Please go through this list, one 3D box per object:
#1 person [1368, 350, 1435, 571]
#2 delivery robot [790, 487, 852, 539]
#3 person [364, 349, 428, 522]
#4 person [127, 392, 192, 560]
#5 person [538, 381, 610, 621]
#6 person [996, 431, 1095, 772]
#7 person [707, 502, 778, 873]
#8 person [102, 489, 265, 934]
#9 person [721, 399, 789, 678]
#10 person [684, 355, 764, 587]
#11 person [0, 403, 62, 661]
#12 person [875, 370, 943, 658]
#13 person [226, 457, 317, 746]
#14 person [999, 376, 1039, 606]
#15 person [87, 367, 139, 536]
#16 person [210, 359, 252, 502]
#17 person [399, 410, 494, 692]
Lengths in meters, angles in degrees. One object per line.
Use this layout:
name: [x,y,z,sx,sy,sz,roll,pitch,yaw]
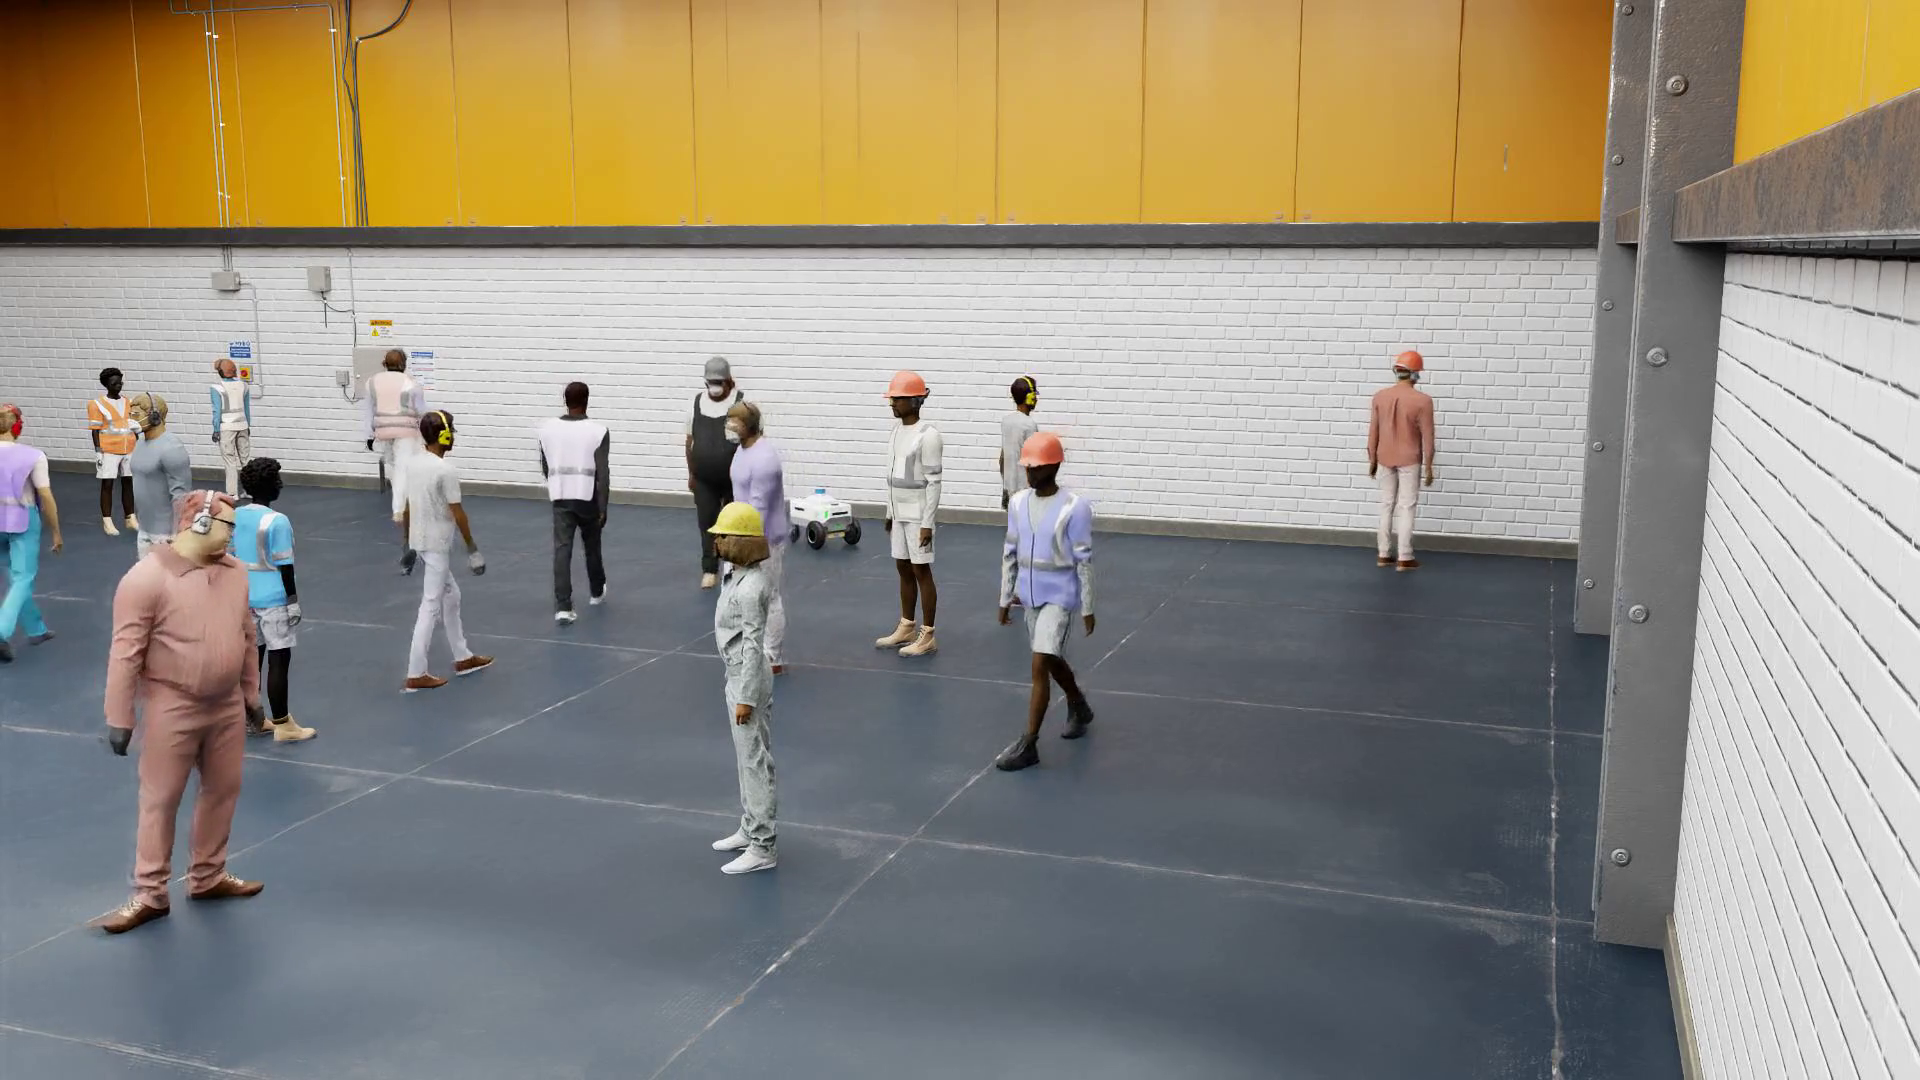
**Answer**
person: [4.000,-0.723,15.035,0.624,1.993,0.396,10,14,43]
delivery robot: [-1.366,-0.275,16.287,0.477,0.478,0.707,-7,12,-36]
person: [-5.955,-1.131,17.821,0.660,1.807,0.867,1,10,6]
person: [-5.447,-0.043,11.348,0.636,1.939,0.364,9,13,41]
person: [-3.041,-0.315,13.170,0.578,1.857,1.086,0,10,-1]
person: [0.526,0.304,9.549,0.560,1.897,0.987,9,13,41]
person: [-1.023,0.683,7.807,0.287,1.746,0.487,-2,10,-14]
person: [-3.356,0.732,7.195,0.399,1.880,0.807,5,11,27]
person: [-1.364,0.014,11.088,0.432,1.915,0.632,-5,11,-26]
person: [-2.035,-0.646,14.457,0.701,2.000,0.808,1,10,7]
person: [-6.770,-0.069,11.868,0.579,1.811,0.908,0,10,1]
person: [-0.365,-0.186,11.855,0.378,2.045,0.605,-6,12,-31]
person: [-4.073,0.356,9.784,0.540,1.695,0.317,6,12,32]
person: [0.506,-0.390,13.569,0.427,1.869,0.560,-6,12,-29]
person: [-8.535,-0.899,16.851,0.319,1.697,0.533,6,12,30]
person: [-8.313,-1.249,18.991,0.309,1.636,0.523,4,11,24]
person: [-3.380,0.060,11.046,0.522,1.835,0.841,10,14,44]
